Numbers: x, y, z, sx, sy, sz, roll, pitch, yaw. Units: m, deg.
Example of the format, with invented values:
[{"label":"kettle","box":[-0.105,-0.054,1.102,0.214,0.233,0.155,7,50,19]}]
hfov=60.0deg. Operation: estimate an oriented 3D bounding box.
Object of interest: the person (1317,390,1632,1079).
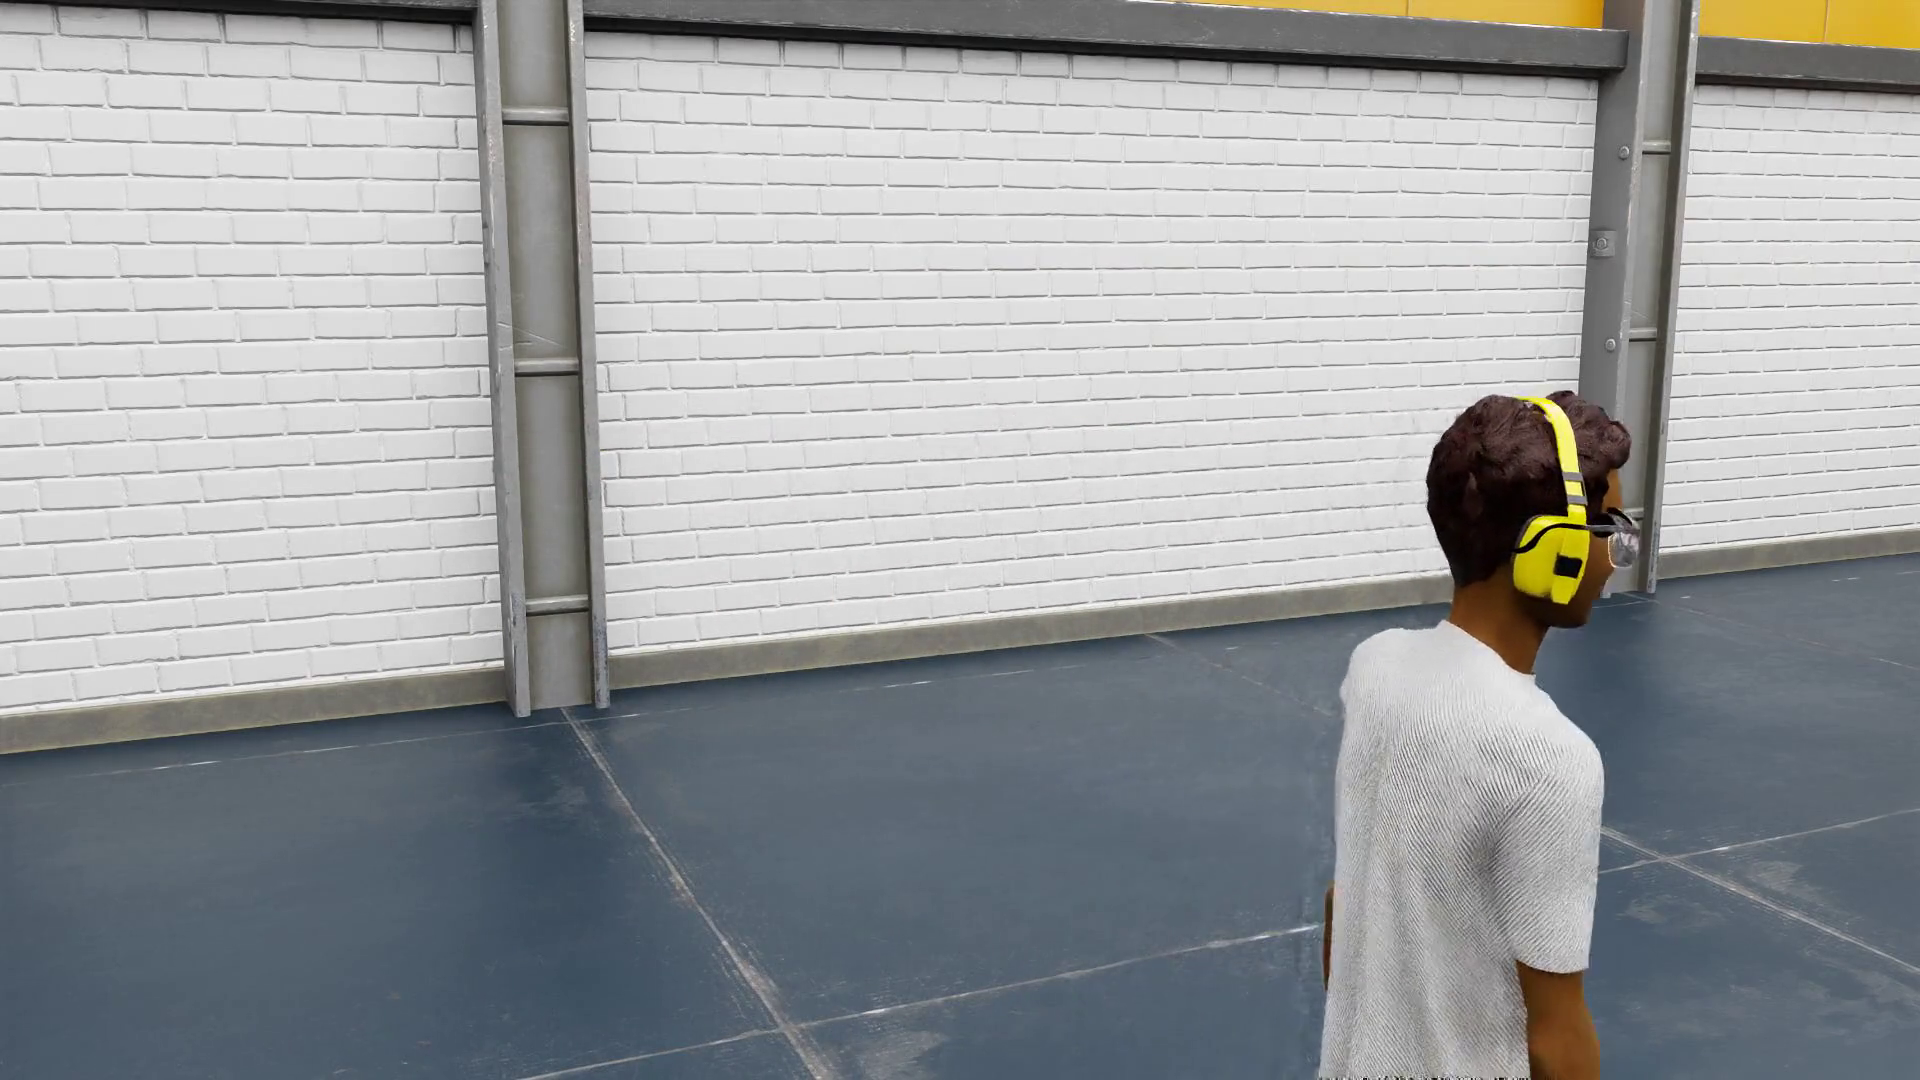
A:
[{"label":"person","box":[0.631,0.746,2.030,0.380,1.851,0.521,-1,10,-6]}]
